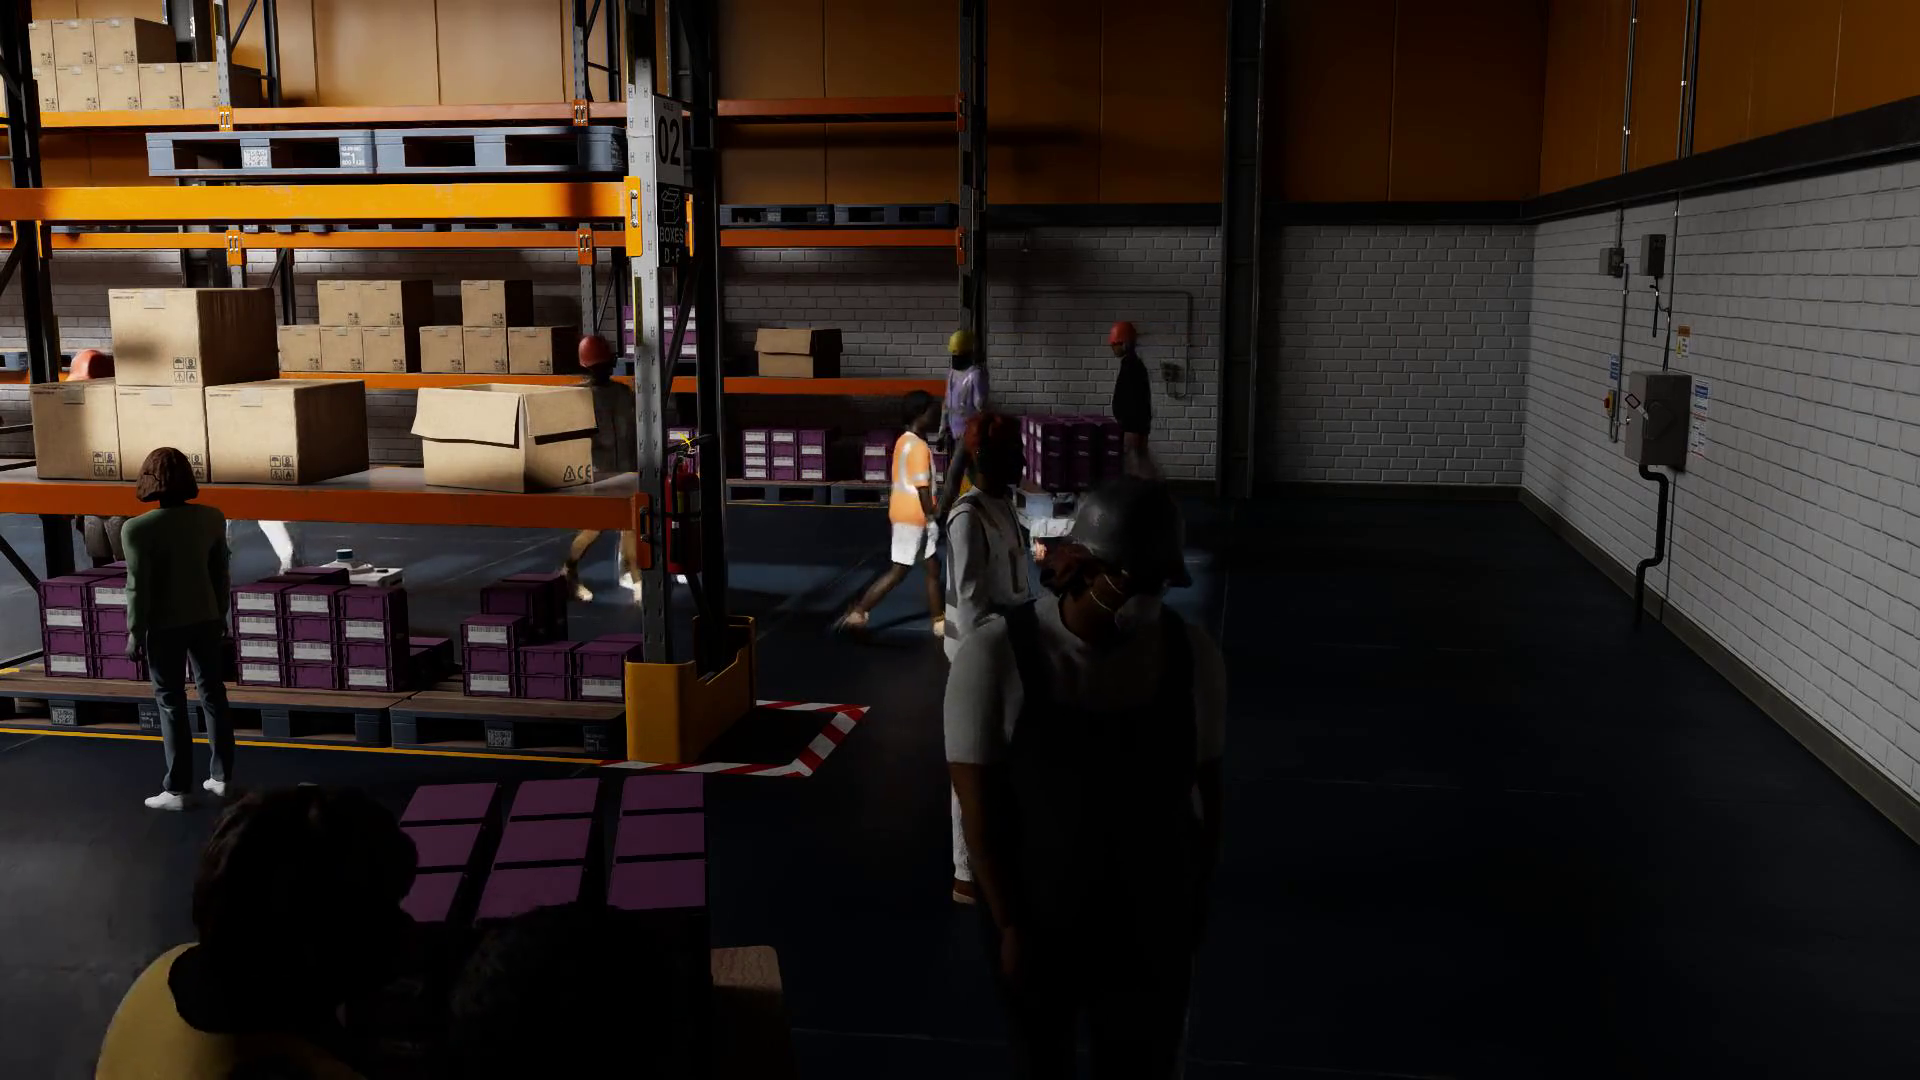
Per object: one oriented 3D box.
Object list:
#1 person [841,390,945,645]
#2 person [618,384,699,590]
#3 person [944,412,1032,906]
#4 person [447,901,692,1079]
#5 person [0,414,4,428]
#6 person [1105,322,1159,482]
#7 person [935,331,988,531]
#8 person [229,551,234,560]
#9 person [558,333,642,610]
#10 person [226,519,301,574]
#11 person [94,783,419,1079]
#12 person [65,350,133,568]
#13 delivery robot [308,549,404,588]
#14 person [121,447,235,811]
[{"bbox_3d":[-0.365,-0.144,10.746,0.830,1.665,0.529,-1,9,-8],"label":"person"},{"bbox_3d":[-2.288,-0.412,12.535,0.691,1.613,0.544,3,10,18],"label":"person"},{"bbox_3d":[0.118,0.453,6.364,0.349,1.882,0.584,2,9,12],"label":"person"},{"bbox_3d":[-0.377,1.222,1.572,0.495,1.902,0.615,5,10,29],"label":"person"},{"bbox_3d":[-10.180,-1.348,17.356,0.350,1.942,0.545,-1,9,-4],"label":"person"},{"bbox_3d":[1.469,-1.039,15.432,1.014,1.933,0.664,2,9,11],"label":"person"},{"bbox_3d":[-0.053,-0.959,15.147,0.951,1.865,0.641,-4,10,-24],"label":"person"},{"bbox_3d":[-6.328,-0.766,13.690,0.722,1.945,0.620,-6,11,-35],"label":"person"},{"bbox_3d":[-2.570,-0.482,11.858,0.925,1.994,0.658,8,12,40],"label":"person"},{"bbox_3d":[-5.491,-0.524,12.737,0.965,1.798,0.644,2,9,12],"label":"person"},{"bbox_3d":[-0.766,1.172,2.127,0.774,1.810,0.649,-6,11,-33],"label":"person"},{"bbox_3d":[-5.298,-0.209,10.307,0.553,1.933,0.369,4,10,23],"label":"person"},{"bbox_3d":[-4.093,0.305,11.098,0.707,0.478,0.477,1,9,6],"label":"delivery robot"},{"bbox_3d":[-3.512,0.397,7.484,0.279,1.633,0.500,5,11,30],"label":"person"}]
